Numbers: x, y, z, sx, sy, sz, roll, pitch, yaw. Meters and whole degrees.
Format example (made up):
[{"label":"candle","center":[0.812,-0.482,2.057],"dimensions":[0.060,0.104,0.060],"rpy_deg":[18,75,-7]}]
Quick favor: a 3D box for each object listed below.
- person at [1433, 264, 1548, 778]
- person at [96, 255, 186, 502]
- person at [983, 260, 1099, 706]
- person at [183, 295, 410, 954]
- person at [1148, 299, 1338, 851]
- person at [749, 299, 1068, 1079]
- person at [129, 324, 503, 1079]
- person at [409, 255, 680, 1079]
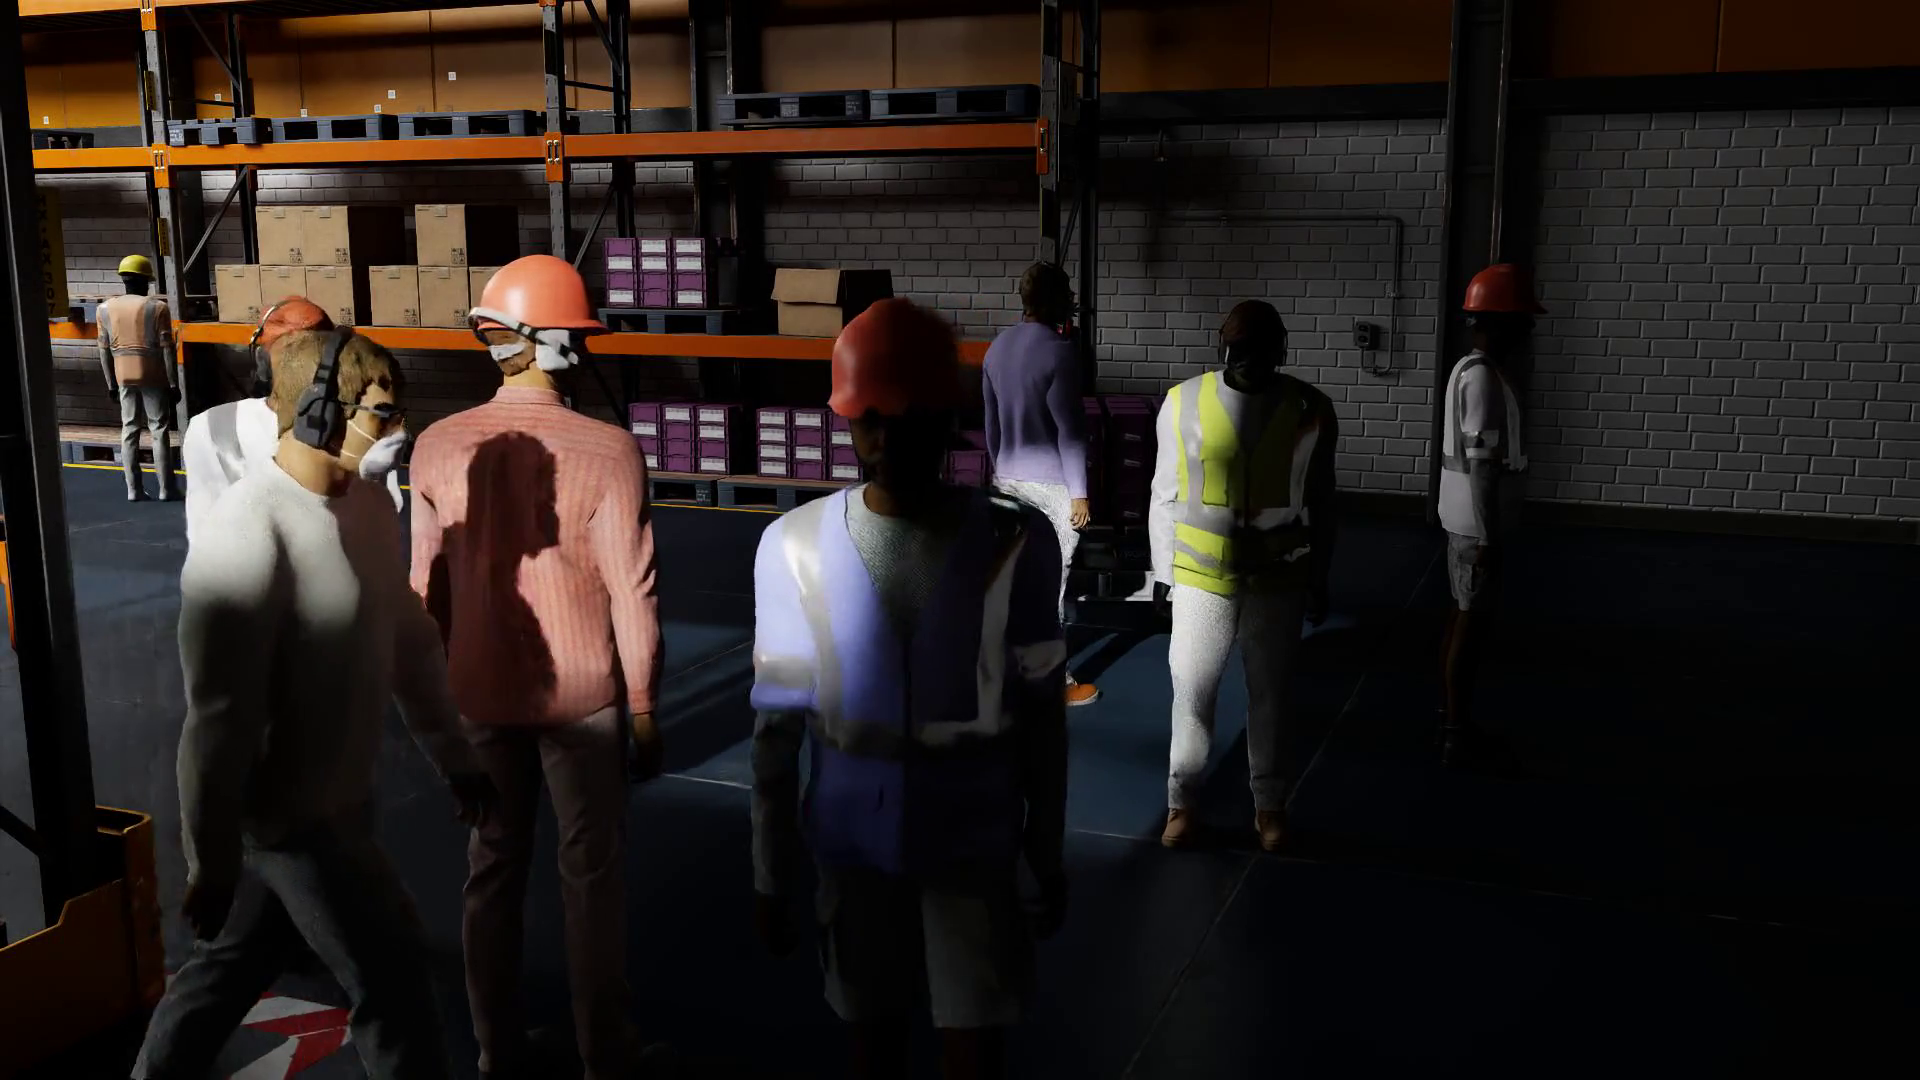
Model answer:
[{"label":"person","center":[2.014,-0.075,6.366],"dimensions":[0.354,1.939,0.544],"rpy_deg":[2,10,12]},{"label":"person","center":[-6.362,-1.247,12.952],"dimensions":[0.585,1.917,0.381],"rpy_deg":[0,10,1]},{"label":"person","center":[0.351,-0.241,7.285],"dimensions":[0.371,1.941,0.627],"rpy_deg":[-7,12,-35]},{"label":"person","center":[-1.846,0.253,4.709],"dimensions":[0.594,1.873,0.383],"rpy_deg":[-6,12,-32]},{"label":"person","center":[0.934,0.126,5.532],"dimensions":[0.619,1.838,0.430],"rpy_deg":[1,10,6]},{"label":"person","center":[-0.093,0.541,2.960],"dimensions":[0.576,1.921,0.417],"rpy_deg":[0,10,3]},{"label":"person","center":[-1.289,0.522,3.261],"dimensions":[1.062,1.882,0.645],"rpy_deg":[0,10,-3]},{"label":"person","center":[-0.954,0.350,3.847],"dimensions":[0.614,1.990,0.392],"rpy_deg":[3,11,18]}]
